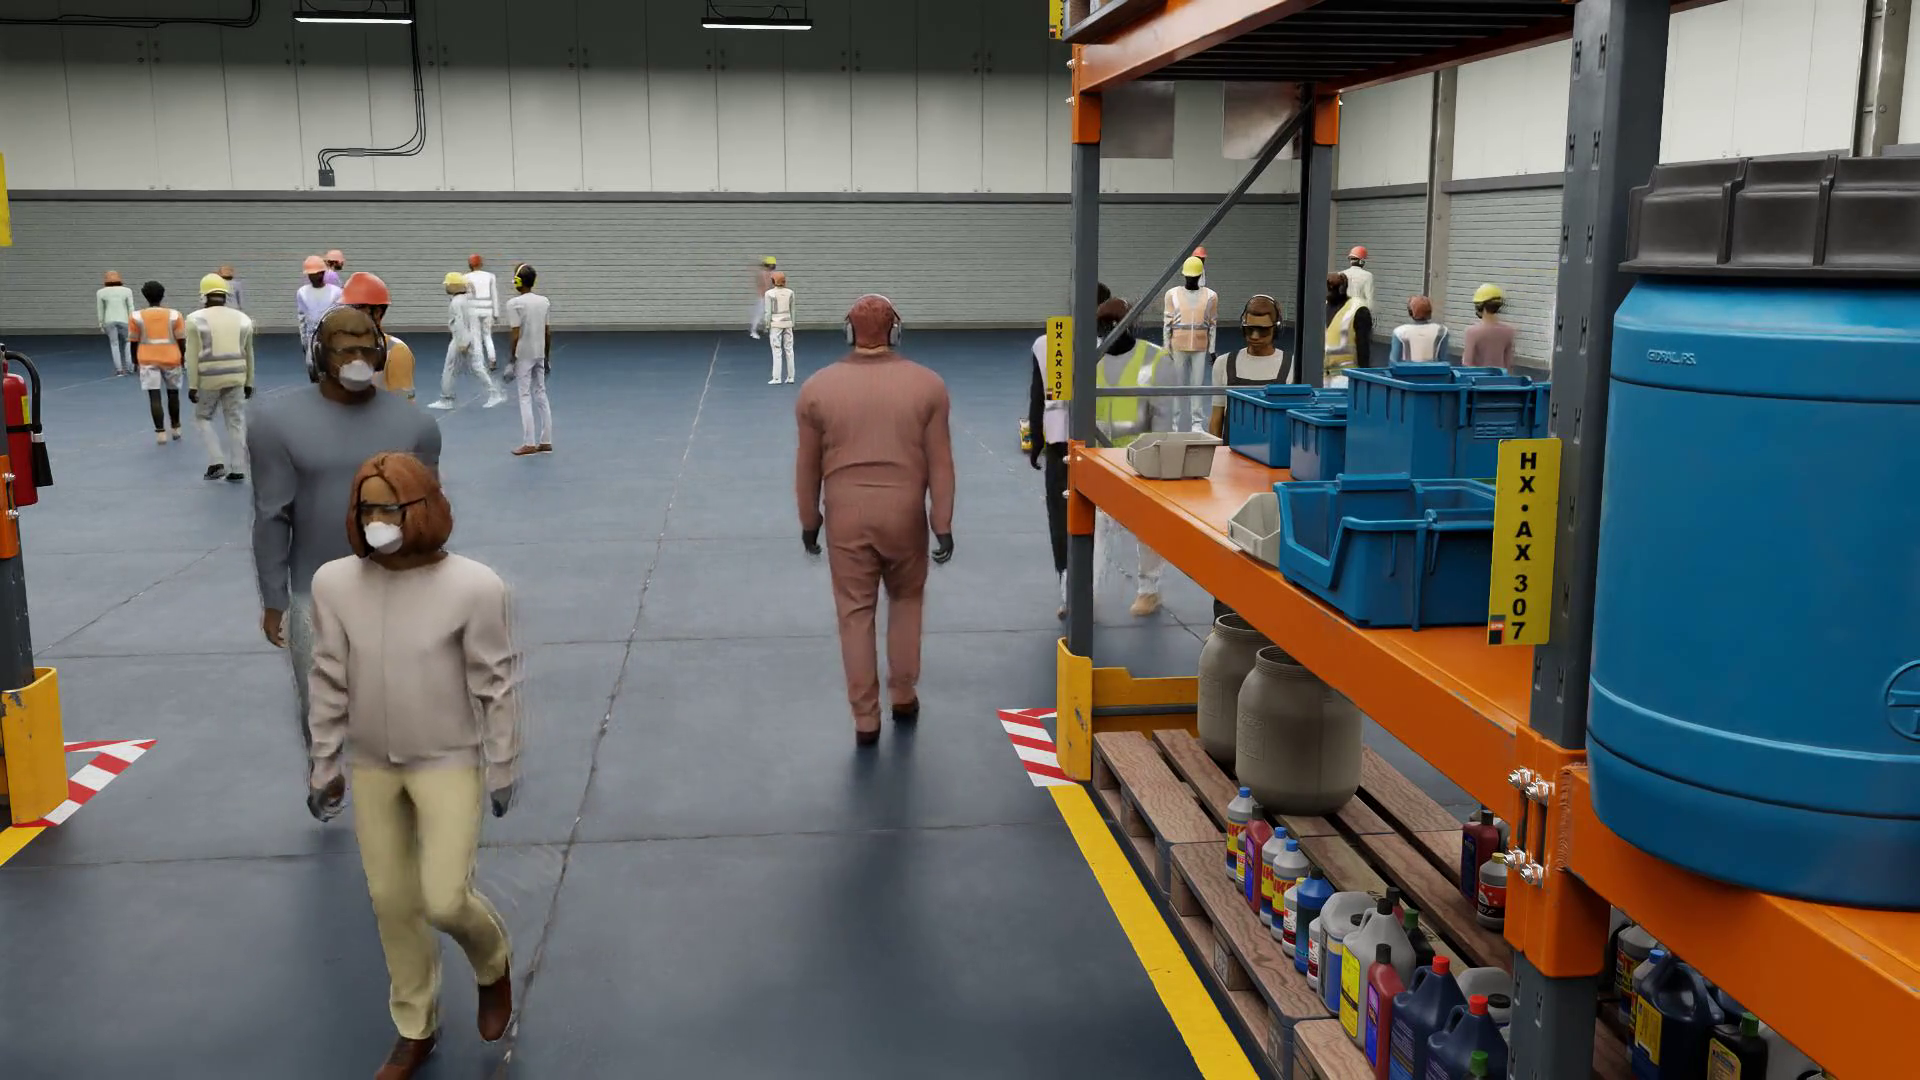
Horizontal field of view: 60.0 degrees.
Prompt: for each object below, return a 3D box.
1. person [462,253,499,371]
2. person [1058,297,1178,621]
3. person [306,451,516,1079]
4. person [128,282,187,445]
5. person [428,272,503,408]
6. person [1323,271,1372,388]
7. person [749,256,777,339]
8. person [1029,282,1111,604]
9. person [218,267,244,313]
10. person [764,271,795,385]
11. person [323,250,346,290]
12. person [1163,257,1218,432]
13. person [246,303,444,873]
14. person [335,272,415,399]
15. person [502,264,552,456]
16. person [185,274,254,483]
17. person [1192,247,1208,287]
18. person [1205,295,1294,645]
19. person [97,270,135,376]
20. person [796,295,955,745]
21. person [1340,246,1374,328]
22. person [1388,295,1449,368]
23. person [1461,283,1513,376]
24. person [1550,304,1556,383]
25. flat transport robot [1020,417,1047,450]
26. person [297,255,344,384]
[{"bbox_3d":[-7.510,-3.528,25.968,0.614,1.875,0.410,-9,13,-40],"label":"person"},{"bbox_3d":[0.869,-0.421,9.160,0.638,1.793,0.957,5,11,25],"label":"person"},{"bbox_3d":[-1.364,0.579,4.166,0.506,1.623,0.376,2,11,10],"label":"person"},{"bbox_3d":[-8.333,-1.846,17.304,0.552,1.664,0.762,-5,12,-27],"label":"person"},{"bbox_3d":[-6.169,-2.483,20.703,0.889,1.705,0.499,-1,10,-3],"label":"person"},{"bbox_3d":[3.367,-1.512,15.065,0.620,1.819,0.656,-8,13,-36],"label":"person"},{"bbox_3d":[-4.027,-5.061,34.805,0.892,1.730,0.527,4,11,20],"label":"person"},{"bbox_3d":[0.690,-0.550,9.633,0.601,1.881,0.876,1,10,3],"label":"person"},{"bbox_3d":[-13.034,-4.055,29.592,0.522,1.599,0.704,-10,14,-43],"label":"person"},{"bbox_3d":[-2.609,-3.067,24.083,0.514,1.641,0.315,-9,13,-39],"label":"person"},{"bbox_3d":[-9.988,-3.712,26.871,0.850,1.901,0.556,-7,12,-32],"label":"person"},{"bbox_3d":[2.475,-2.075,17.883,0.584,1.918,0.381,0,10,-2],"label":"person"},{"bbox_3d":[-2.084,0.148,5.707,0.633,1.920,0.784,-5,12,-27],"label":"person"},{"bbox_3d":[-3.217,-0.490,9.133,0.544,1.942,0.347,6,12,31],"label":"person"},{"bbox_3d":[-4.236,-1.758,16.282,0.325,1.869,0.582,7,12,32],"label":"person"},{"bbox_3d":[-6.418,-1.389,14.404,0.497,1.812,0.616,9,14,41],"label":"person"},{"bbox_3d":[4.464,-4.531,31.290,0.375,1.939,0.546,7,13,35],"label":"person"},{"bbox_3d":[1.524,-0.340,8.590,0.504,1.840,0.345,3,11,17],"label":"person"},{"bbox_3d":[-12.978,-3.343,25.622,0.531,1.615,0.558,-4,11,-21],"label":"person"},{"bbox_3d":[-0.361,-0.106,7.168,0.680,1.879,0.757,0,10,0],"label":"person"},{"bbox_3d":[5.787,-3.295,24.359,0.616,1.993,0.395,10,14,43],"label":"person"},{"bbox_3d":[4.063,-1.360,14.764,0.531,1.621,0.400,1,10,6],"label":"person"},{"bbox_3d":[4.362,-1.235,13.744,0.530,1.751,0.458,-4,11,-22],"label":"person"},{"bbox_3d":[6.997,-2.208,18.971,0.601,1.792,0.906,-5,12,-27],"label":"person"},{"bbox_3d":[0.950,-1.094,17.025,0.652,0.197,1.431,0,10,1],"label":"flat transport robot"},{"bbox_3d":[-7.368,-2.319,19.225,0.560,1.916,0.431,-1,10,-6],"label":"person"}]
